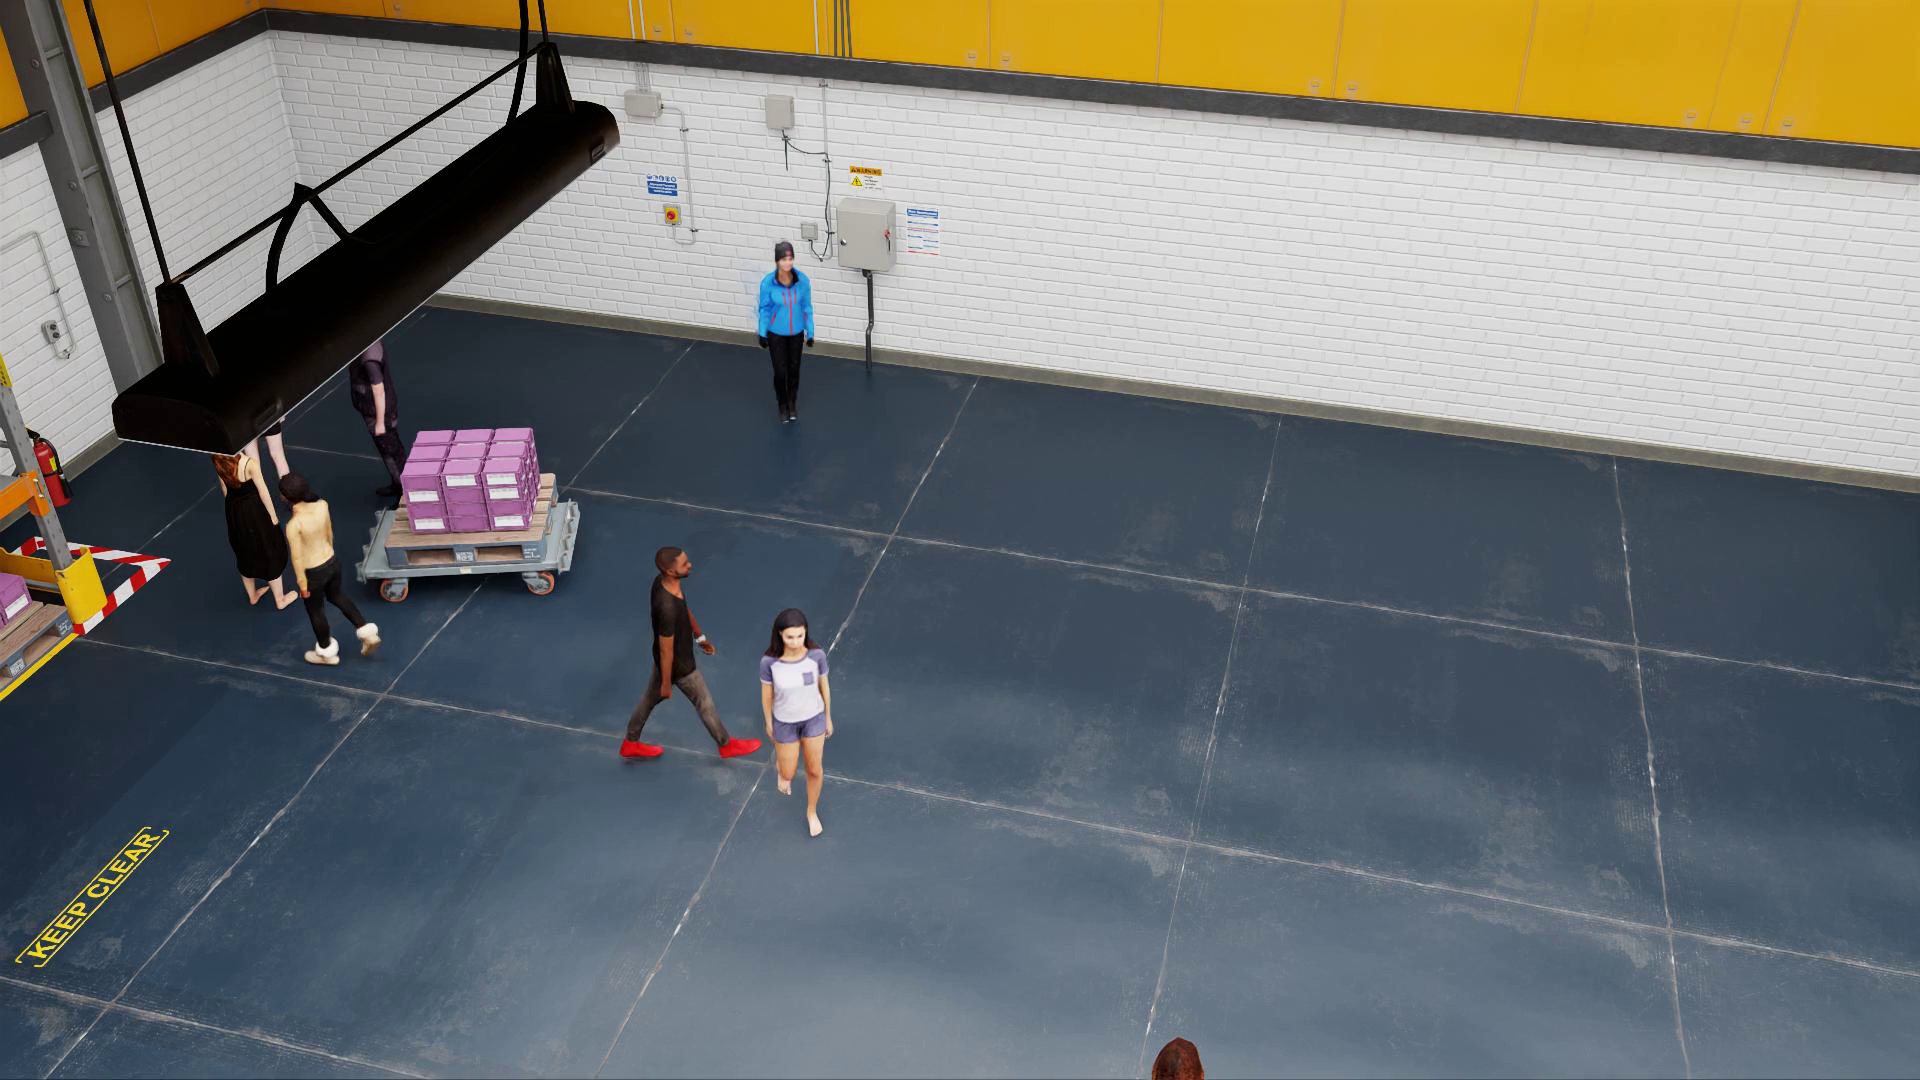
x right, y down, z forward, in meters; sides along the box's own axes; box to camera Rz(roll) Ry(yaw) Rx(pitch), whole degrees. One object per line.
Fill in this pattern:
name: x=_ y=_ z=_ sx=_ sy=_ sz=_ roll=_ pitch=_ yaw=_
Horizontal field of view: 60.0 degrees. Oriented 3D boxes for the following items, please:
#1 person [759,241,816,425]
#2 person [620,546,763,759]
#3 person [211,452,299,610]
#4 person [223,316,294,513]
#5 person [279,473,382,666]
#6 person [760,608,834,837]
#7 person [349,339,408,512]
person: x=-1.613 y=-1.934 z=15.249 sx=0.777 sy=1.789 sz=0.802 roll=-9 pitch=35 yaw=-13
person: x=-2.015 y=0.818 z=11.142 sx=1.082 sy=1.753 sz=1.227 roll=-7 pitch=34 yaw=-11
person: x=-5.472 y=-0.191 z=12.776 sx=0.544 sy=1.623 sz=0.543 roll=9 pitch=35 yaw=13
person: x=-5.865 y=-1.028 z=13.850 sx=0.647 sy=1.829 sz=0.683 roll=-13 pitch=36 yaw=-19
person: x=-4.617 y=0.218 z=12.139 sx=0.744 sy=1.647 sz=0.804 roll=11 pitch=35 yaw=16
person: x=-1.053 y=1.114 z=10.726 sx=0.790 sy=1.719 sz=0.887 roll=-9 pitch=35 yaw=-13
person: x=-4.859 y=-1.085 z=13.921 sx=0.869 sy=1.845 sz=0.769 roll=-13 pitch=36 yaw=-19
